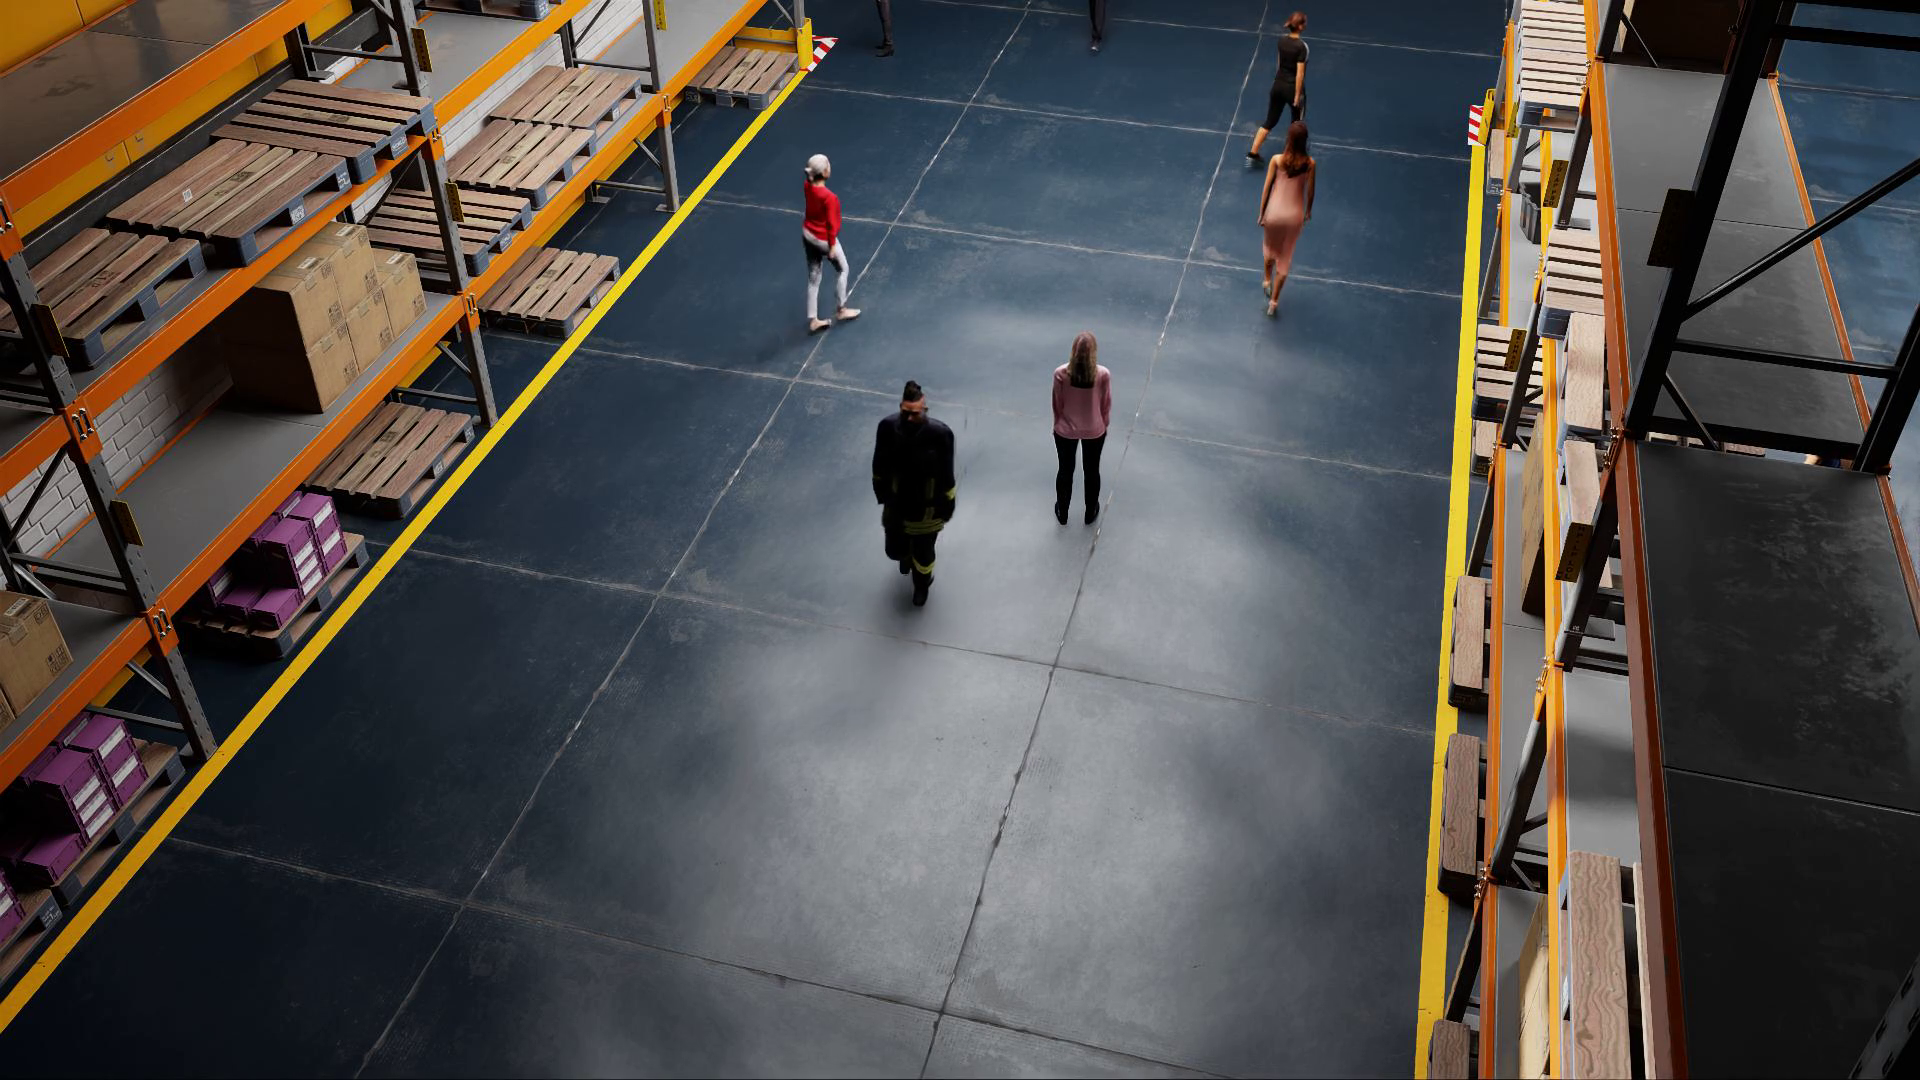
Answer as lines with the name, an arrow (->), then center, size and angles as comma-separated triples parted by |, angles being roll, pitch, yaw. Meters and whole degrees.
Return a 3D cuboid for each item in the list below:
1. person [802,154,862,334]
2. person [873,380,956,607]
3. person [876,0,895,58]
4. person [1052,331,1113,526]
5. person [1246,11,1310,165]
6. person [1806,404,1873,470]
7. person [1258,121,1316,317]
person -> -1.299, -2.600, 14.775 | 0.741, 1.674, 0.864 | 28, 46, 30
person -> -0.287, -0.391, 11.869 | 0.786, 1.849, 0.811 | 8, 39, 10
person -> -0.917, -6.577, 19.823 | 0.699, 1.588, 0.502 | 0, 39, 0
person -> 0.907, -0.839, 12.558 | 0.640, 1.688, 0.603 | 2, 39, 2
person -> 3.370, -4.695, 17.428 | 1.132, 1.637, 1.025 | -23, 44, -26
person -> 6.029, -0.210, 11.674 | 0.721, 1.808, 0.657 | 0, 39, 1
person -> 2.914, -2.849, 14.979 | 0.654, 1.808, 0.821 | 7, 39, 8
